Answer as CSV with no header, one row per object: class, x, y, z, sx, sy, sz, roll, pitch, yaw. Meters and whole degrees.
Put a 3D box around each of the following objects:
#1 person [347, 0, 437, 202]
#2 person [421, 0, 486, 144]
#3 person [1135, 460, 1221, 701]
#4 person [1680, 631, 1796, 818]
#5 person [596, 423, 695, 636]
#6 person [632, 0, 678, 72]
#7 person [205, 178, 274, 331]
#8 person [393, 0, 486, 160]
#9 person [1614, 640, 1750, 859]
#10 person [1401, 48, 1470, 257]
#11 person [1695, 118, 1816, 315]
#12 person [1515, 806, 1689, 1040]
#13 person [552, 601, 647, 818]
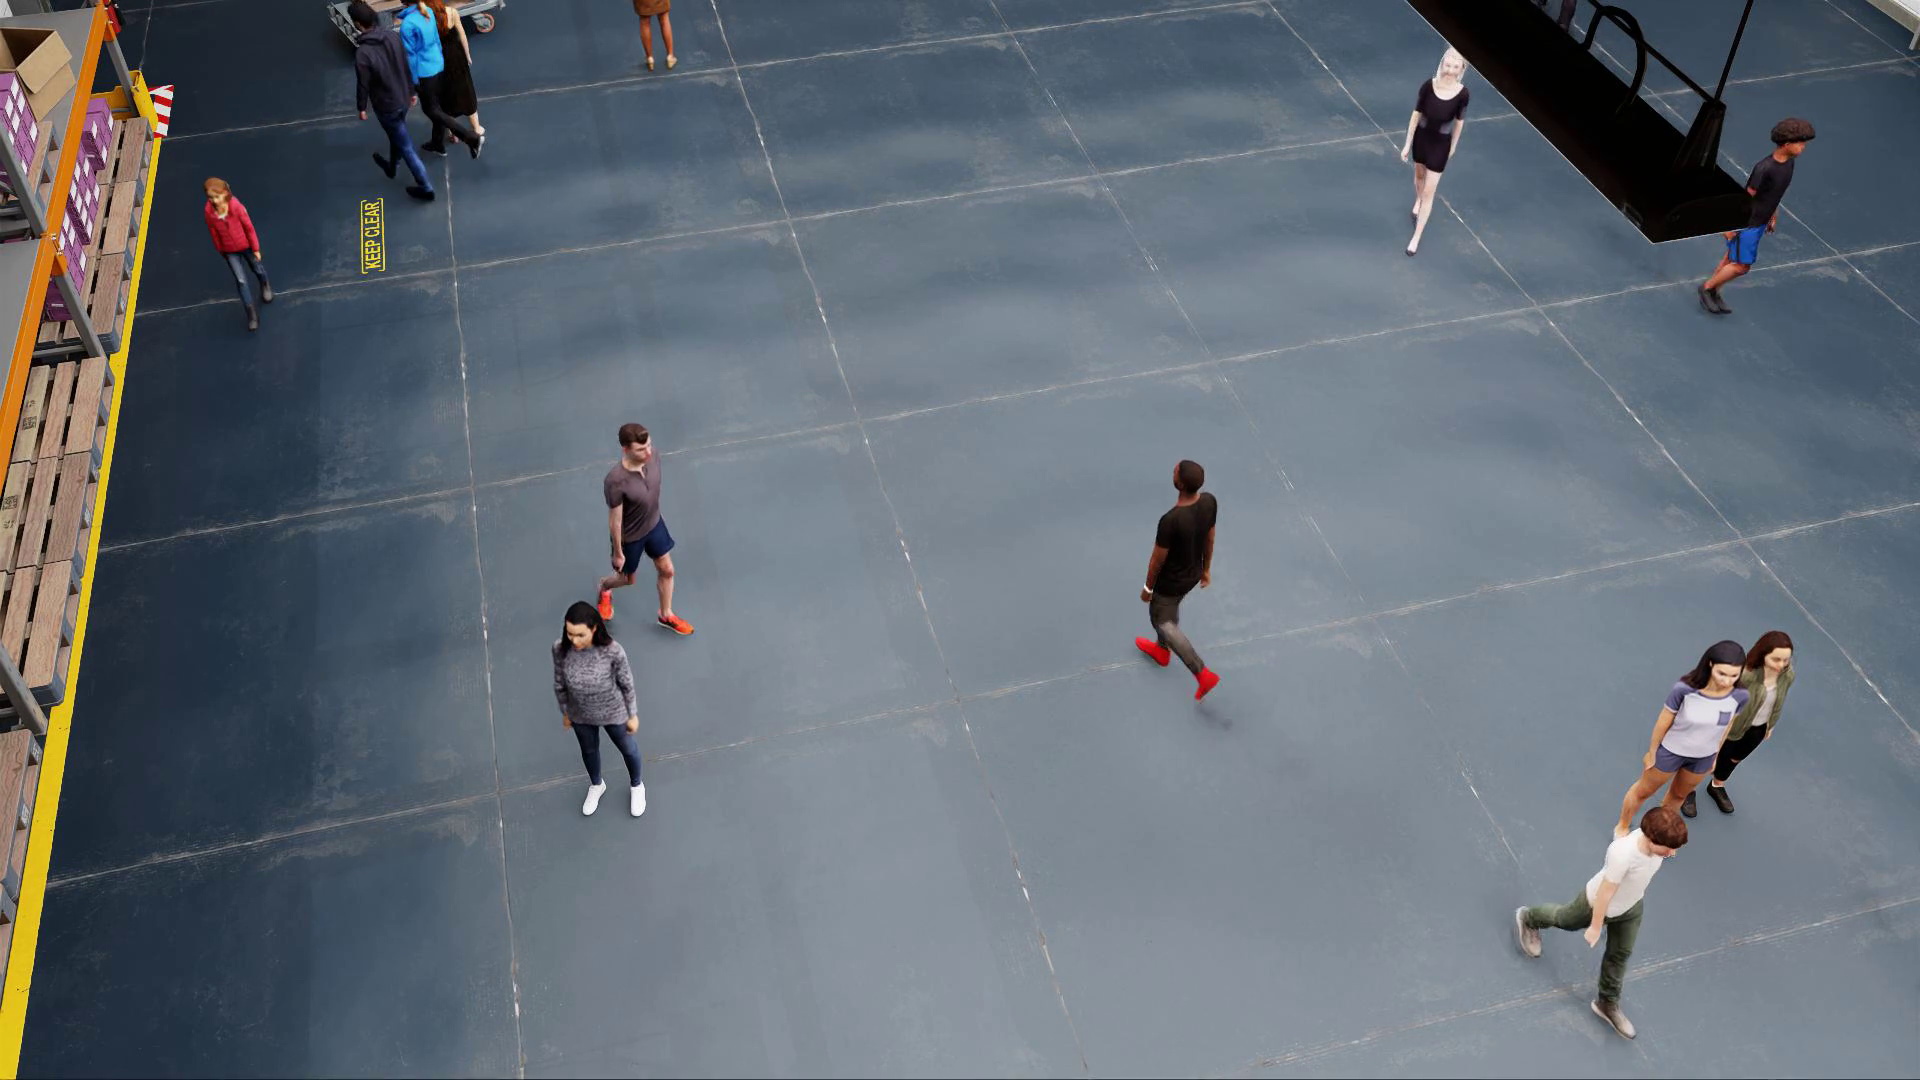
person,-5.030,-3.878,14.893,1.140,1.857,1.100,20,47,20
person,-4.857,-4.536,15.753,0.577,1.624,0.560,-12,45,-12
person,1.445,0.281,10.580,0.940,1.785,1.118,-33,52,-30
person,4.671,1.093,9.951,0.601,1.476,0.546,-5,44,-5
person,-2.187,-0.101,10.960,1.118,1.812,1.027,27,50,26
person,-3.138,-5.565,16.787,0.580,1.687,0.527,-7,44,-7
person,-5.966,-2.452,13.807,0.503,1.290,0.876,-11,45,-12
person,-4.848,-4.298,15.391,1.063,1.778,1.058,17,46,17
person,4.197,1.212,9.639,0.643,1.734,0.614,2,44,2
person,4.113,-3.462,14.513,1.077,1.777,1.208,17,46,17
person,6.440,-2.683,13.696,0.730,1.777,0.736,-24,49,-23
person,3.454,1.903,8.998,0.766,1.618,1.194,-18,46,-18
person,-2.134,0.993,9.871,0.675,1.732,0.640,3,44,4
